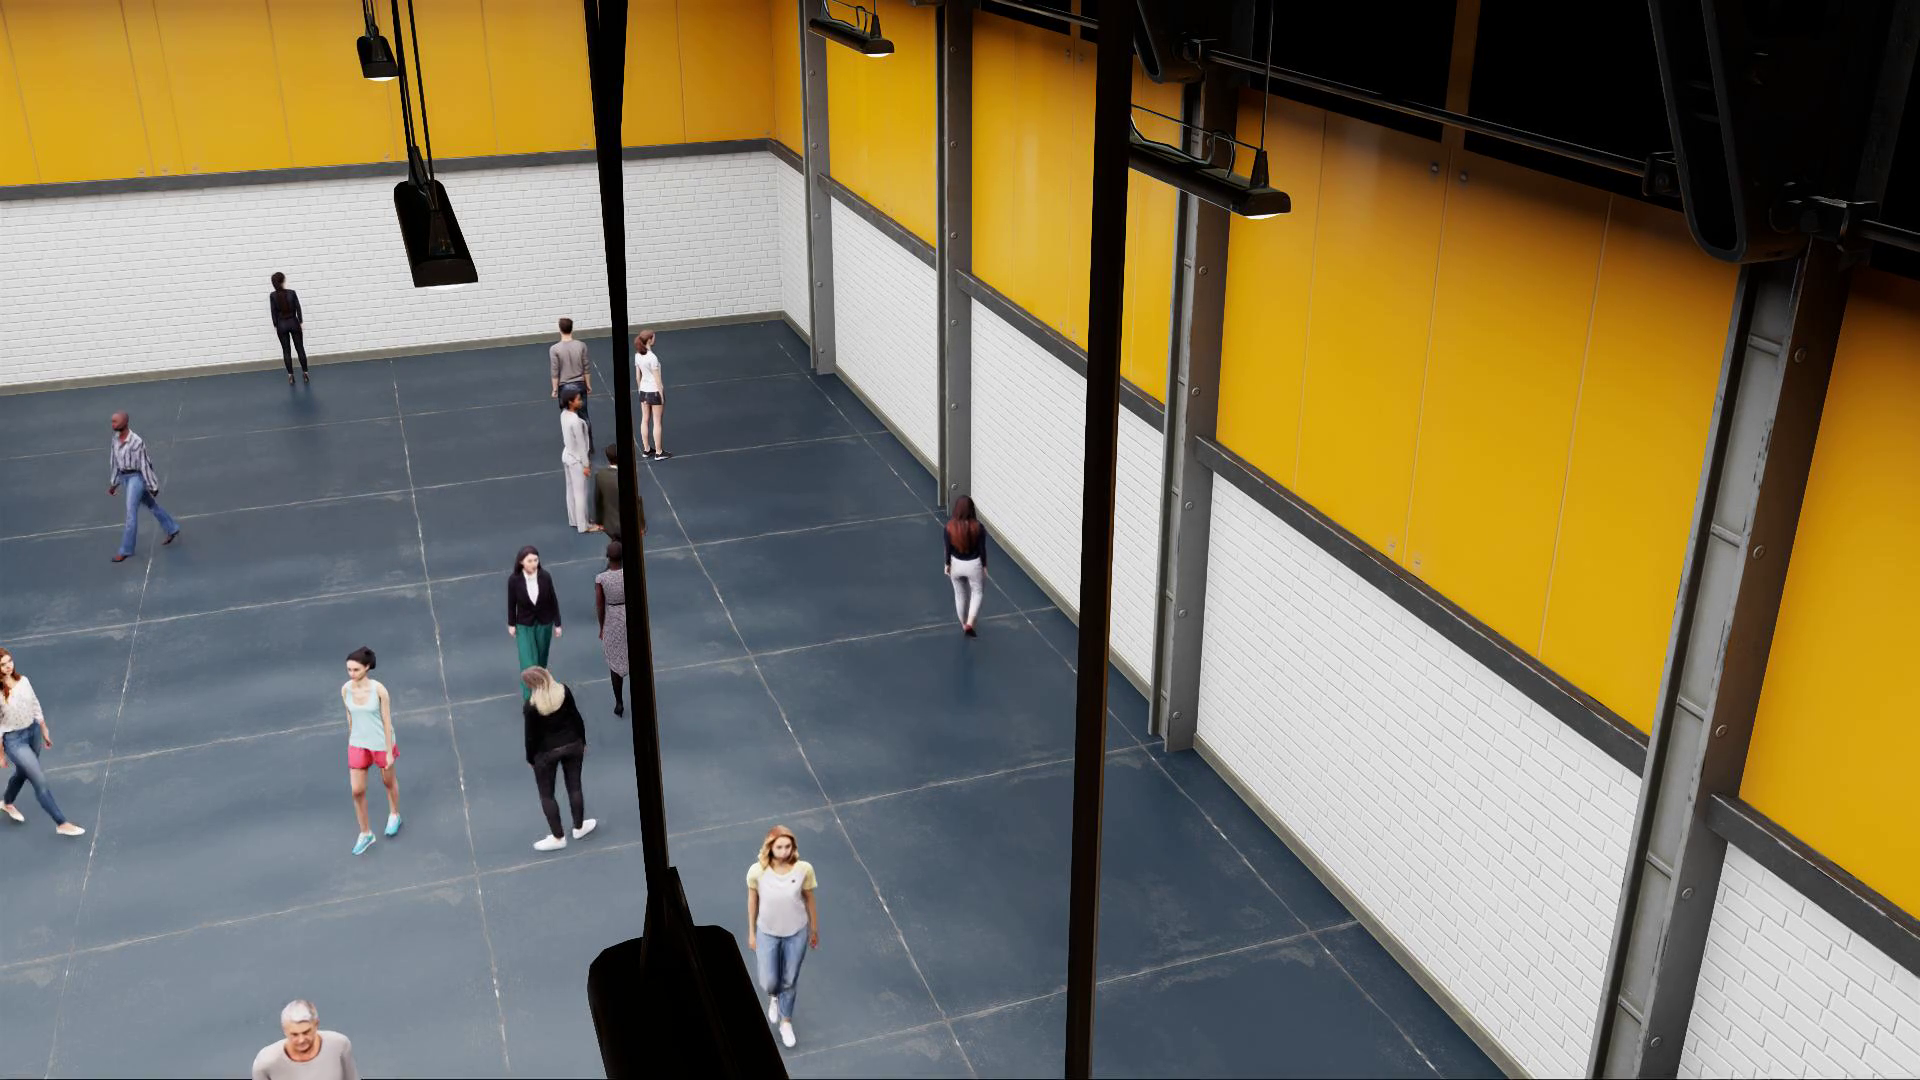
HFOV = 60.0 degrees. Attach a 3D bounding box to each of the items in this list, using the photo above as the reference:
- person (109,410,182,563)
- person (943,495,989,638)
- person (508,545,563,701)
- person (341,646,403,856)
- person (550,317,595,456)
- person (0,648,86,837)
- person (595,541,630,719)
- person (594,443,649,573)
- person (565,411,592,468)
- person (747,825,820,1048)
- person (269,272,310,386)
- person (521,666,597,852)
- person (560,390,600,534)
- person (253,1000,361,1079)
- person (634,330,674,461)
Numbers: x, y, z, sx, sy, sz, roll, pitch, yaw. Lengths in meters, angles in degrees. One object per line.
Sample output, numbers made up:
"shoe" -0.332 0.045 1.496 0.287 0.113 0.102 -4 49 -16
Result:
"person" -9.412 -0.656 19.165 1.175 1.736 1.159 14 27 29
"person" 0.069 0.311 17.126 0.796 1.597 0.893 3 24 6
"person" -4.068 0.824 15.823 0.704 1.700 1.067 -11 26 -23
"person" -4.833 1.676 13.816 0.772 1.747 0.939 1 24 2
"person" -5.149 -2.024 22.085 0.712 1.904 0.623 -12 26 -25
"person" -7.892 1.680 13.875 1.089 1.693 1.129 7 25 16
"person" -3.177 0.841 15.675 0.623 1.789 0.534 -6 24 -14
"person" -3.723 -0.146 17.931 0.878 1.789 0.941 12 26 25
"person" -4.675 -0.970 20.490 0.581 1.249 0.714 -16 28 -32
"person" -1.245 2.686 11.544 0.690 1.717 0.725 -5 24 -10
"person" -10.083 -3.189 24.991 0.572 1.711 0.460 -9 25 -19
"person" -3.269 1.758 13.743 0.804 1.656 0.685 -9 25 -20
"person" -4.585 -0.955 19.849 0.735 1.736 0.558 -15 28 -30
"person" -3.770 3.405 9.687 0.755 1.886 1.047 -10 26 -22
"person" -4.104 -1.930 22.059 0.649 1.753 0.728 16 28 32
